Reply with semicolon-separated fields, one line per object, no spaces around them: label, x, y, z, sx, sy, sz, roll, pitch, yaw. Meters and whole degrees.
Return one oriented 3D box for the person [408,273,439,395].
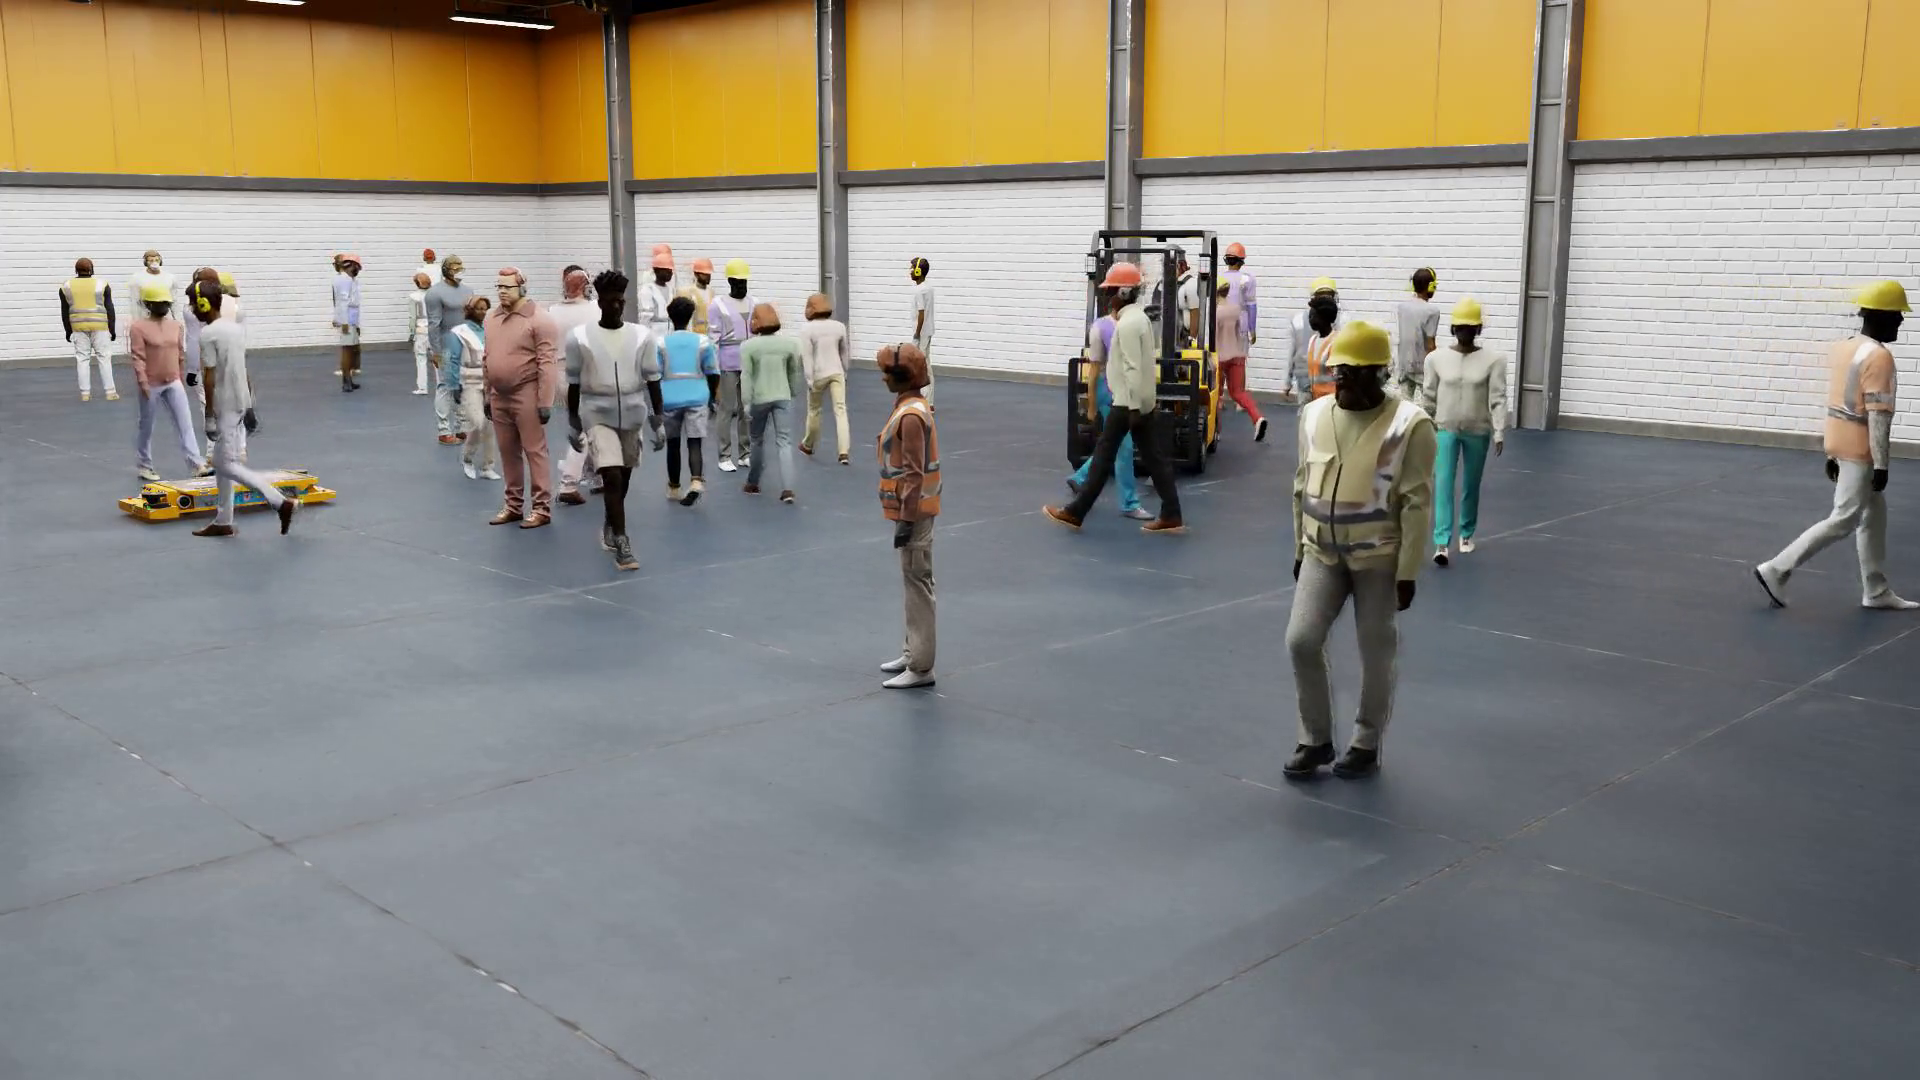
person;-7.170;-2.755;22.303;0.396;1.635;0.558;8;13;37

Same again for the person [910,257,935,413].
person;-0.472;-2.416;19.781;0.328;1.873;0.517;2;11;13

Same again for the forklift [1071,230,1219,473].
forklift;1.804;-1.825;15.677;1.214;2.155;2.313;2;11;13

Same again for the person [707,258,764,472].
person;-2.005;-1.586;15.104;0.594;1.925;0.378;-10;14;-44

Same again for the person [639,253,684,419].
person;-3.388;-2.306;19.045;0.494;1.923;0.584;8;13;36

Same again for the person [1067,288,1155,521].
person;1.137;-1.078;12.678;0.864;1.814;0.598;9;14;40

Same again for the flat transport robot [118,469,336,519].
flat transport robot;-5.715;-0.372;13.004;1.431;0.197;0.652;-10;14;-44

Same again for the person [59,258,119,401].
person;-11.235;-2.715;21.491;0.619;1.845;0.430;-3;11;-16

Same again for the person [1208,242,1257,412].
person;3.305;-2.568;20.136;0.605;2.045;0.386;6;12;28

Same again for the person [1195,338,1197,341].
person;2.574;-2.258;19.632;0.523;1.603;0.664;-4;11;-22

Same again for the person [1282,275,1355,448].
person;3.021;-1.304;13.920;0.669;1.798;0.515;4;11;21

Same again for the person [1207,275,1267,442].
person;2.786;-1.853;17.101;0.756;1.731;0.539;10;14;43

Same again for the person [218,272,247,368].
person;-8.514;-2.252;19.301;0.485;1.713;0.831;-2;11;-11

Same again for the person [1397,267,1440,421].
person;4.063;-1.492;14.813;0.438;1.854;0.528;-7;13;-35

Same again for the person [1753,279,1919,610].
person;5.027;-0.524;9.415;0.875;1.898;0.598;2;11;11

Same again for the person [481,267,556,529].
person;-3.253;-1.040;12.201;0.649;1.904;0.400;6;12;28

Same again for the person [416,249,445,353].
person;-9.612;-4.356;30.319;0.574;1.886;0.361;-8;13;-38

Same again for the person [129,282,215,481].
person;-6.840;-1.341;14.330;0.915;1.723;0.540;7;12;32

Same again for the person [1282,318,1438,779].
person;1.496;0.061;6.419;0.619;1.811;0.589;9;13;39

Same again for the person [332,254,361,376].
person;-9.376;-3.424;25.352;0.345;1.846;0.506;3;11;17

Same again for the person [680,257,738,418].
person;-3.052;-2.367;19.531;1.017;1.883;0.549;9;14;39

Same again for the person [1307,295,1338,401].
person;2.945;-1.072;12.988;0.533;1.677;0.544;-3;11;-15

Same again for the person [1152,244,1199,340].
person;2.324;-2.234;18.328;0.536;2.000;0.680;-8;13;-36

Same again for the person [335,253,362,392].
person;-8.379;-2.975;22.818;0.361;1.891;0.705;-3;11;-15

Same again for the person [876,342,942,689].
person;-0.240;-0.117;7.881;0.311;1.639;0.512;0;10;-2

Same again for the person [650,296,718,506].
person;-2.167;-1.077;13.089;0.547;1.665;0.760;-2;11;-9

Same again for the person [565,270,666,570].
person;-2.277;-0.813;10.942;0.608;1.921;1.005;-5;11;-25

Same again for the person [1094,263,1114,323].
person;1.941;-2.575;20.720;0.998;1.856;0.650;0;10;-1

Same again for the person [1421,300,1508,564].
person;3.297;-0.711;10.916;0.542;1.712;0.950;3;11;17

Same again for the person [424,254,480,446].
person;-5.166;-1.939;16.994;0.353;1.937;0.635;5;12;26

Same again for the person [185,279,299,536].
person;-5.065;-0.905;11.664;0.779;1.836;0.549;0;10;2

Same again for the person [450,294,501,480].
person;-4.152;-1.315;14.459;0.378;1.623;0.516;9;14;41

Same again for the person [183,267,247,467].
person;-6.906;-1.596;15.391;0.429;1.841;0.633;4;11;23

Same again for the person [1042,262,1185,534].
person;1.145;-1.000;11.867;1.032;1.933;0.656;3;11;16

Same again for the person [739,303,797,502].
person;-1.544;-1.112;13.452;0.499;1.591;0.824;-4;11;-20

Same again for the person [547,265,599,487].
person;-3.312;-1.401;14.256;0.965;1.872;0.618;9;14;41

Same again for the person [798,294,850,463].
person;-1.274;-1.528;15.715;0.542;1.577;0.904;-5;12;-27

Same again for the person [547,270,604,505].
person;-3.015;-1.232;13.377;0.659;1.858;0.998;5;11;23

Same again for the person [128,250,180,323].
person;-10.793;-2.913;22.338;0.638;1.934;0.376;-10;14;-43

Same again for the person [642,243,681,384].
person;-4.167;-3.127;23.247;0.757;2.025;0.630;10;14;42
